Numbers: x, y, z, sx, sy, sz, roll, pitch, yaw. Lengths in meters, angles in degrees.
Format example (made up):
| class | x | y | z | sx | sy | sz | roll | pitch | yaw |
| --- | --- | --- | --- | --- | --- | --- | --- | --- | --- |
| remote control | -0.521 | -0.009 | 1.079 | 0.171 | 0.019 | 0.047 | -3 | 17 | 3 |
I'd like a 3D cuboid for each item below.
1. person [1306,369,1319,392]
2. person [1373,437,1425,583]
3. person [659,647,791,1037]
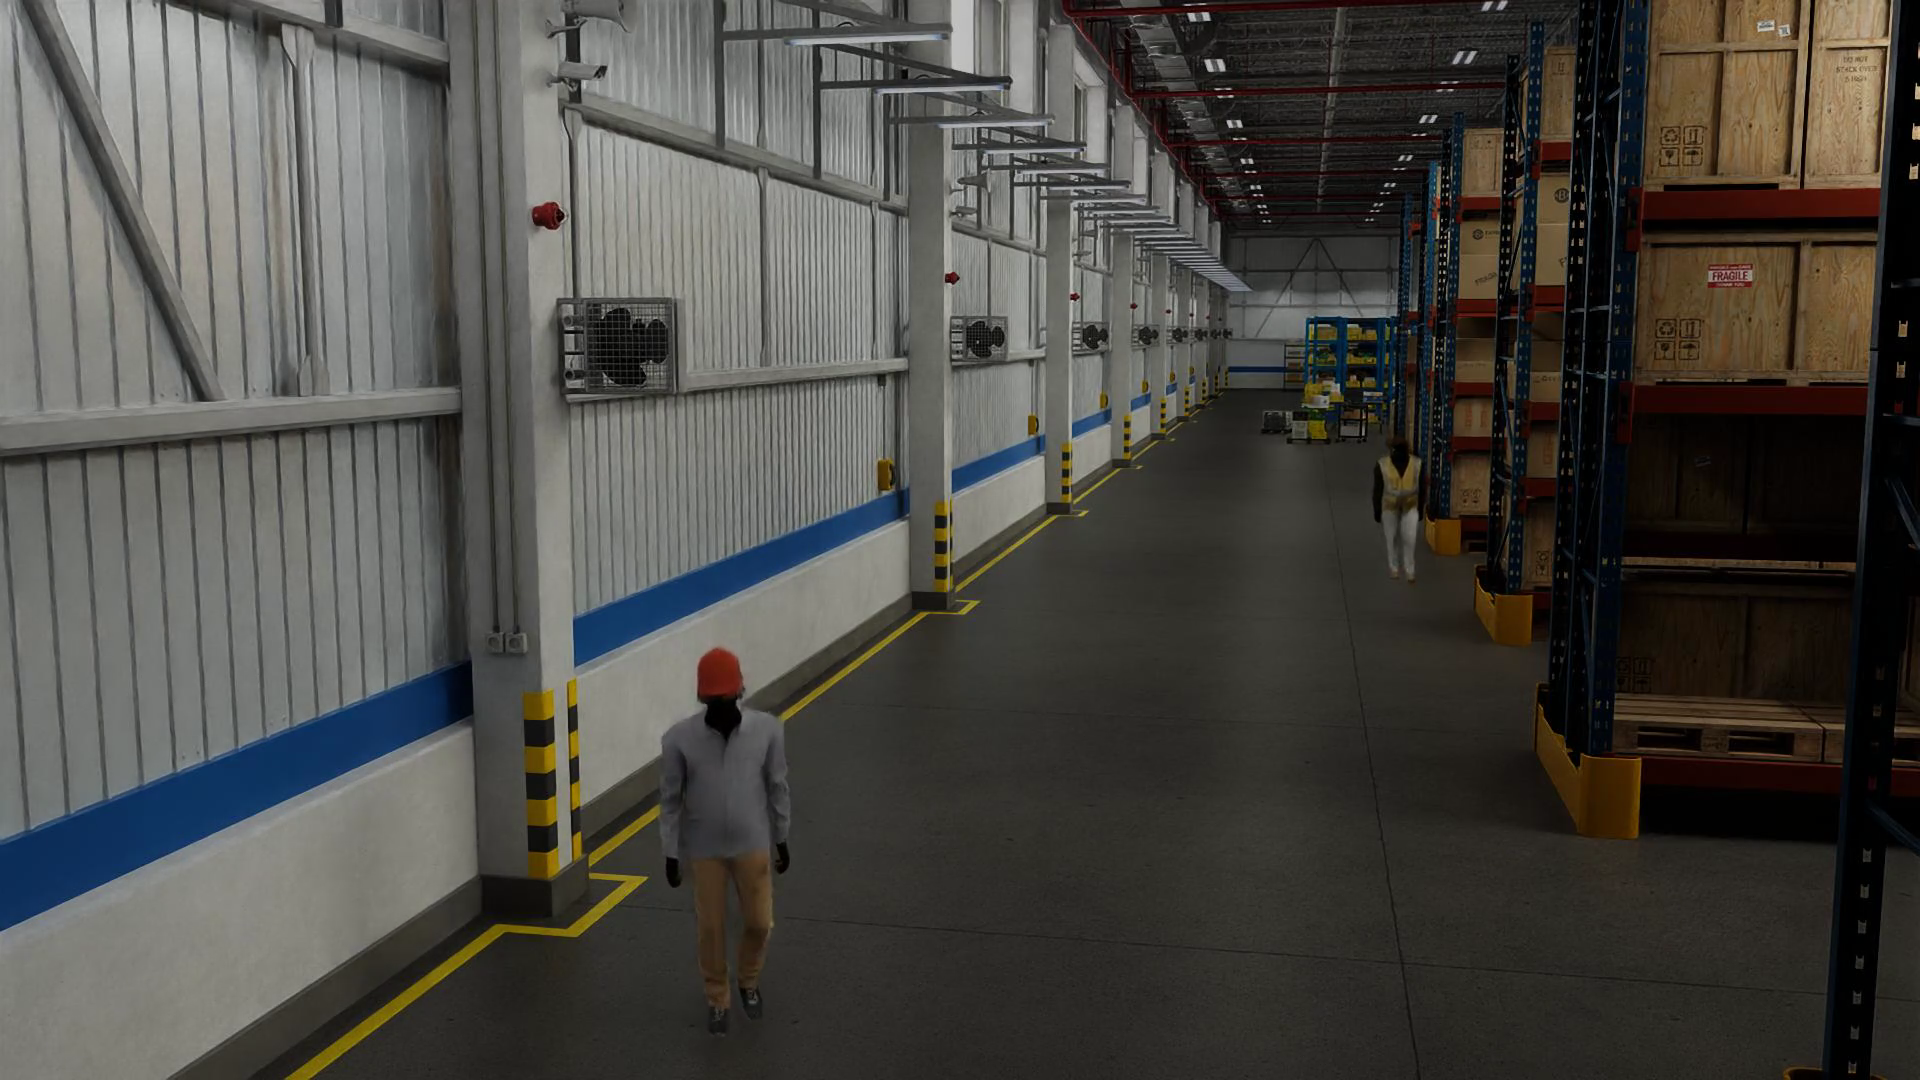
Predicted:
| class | x | y | z | sx | sy | sz | roll | pitch | yaw |
| --- | --- | --- | --- | --- | --- | --- | --- | --- | --- |
| person | 12.204 | -4.994 | 57.478 | 0.565 | 1.847 | 0.396 | -1 | 7 | -6 |
| person | 5.442 | -0.366 | 20.590 | 0.646 | 1.800 | 0.902 | 1 | 7 | 9 |
| person | -1.030 | 1.324 | 7.322 | 0.585 | 1.733 | 0.379 | -1 | 7 | -12 |
